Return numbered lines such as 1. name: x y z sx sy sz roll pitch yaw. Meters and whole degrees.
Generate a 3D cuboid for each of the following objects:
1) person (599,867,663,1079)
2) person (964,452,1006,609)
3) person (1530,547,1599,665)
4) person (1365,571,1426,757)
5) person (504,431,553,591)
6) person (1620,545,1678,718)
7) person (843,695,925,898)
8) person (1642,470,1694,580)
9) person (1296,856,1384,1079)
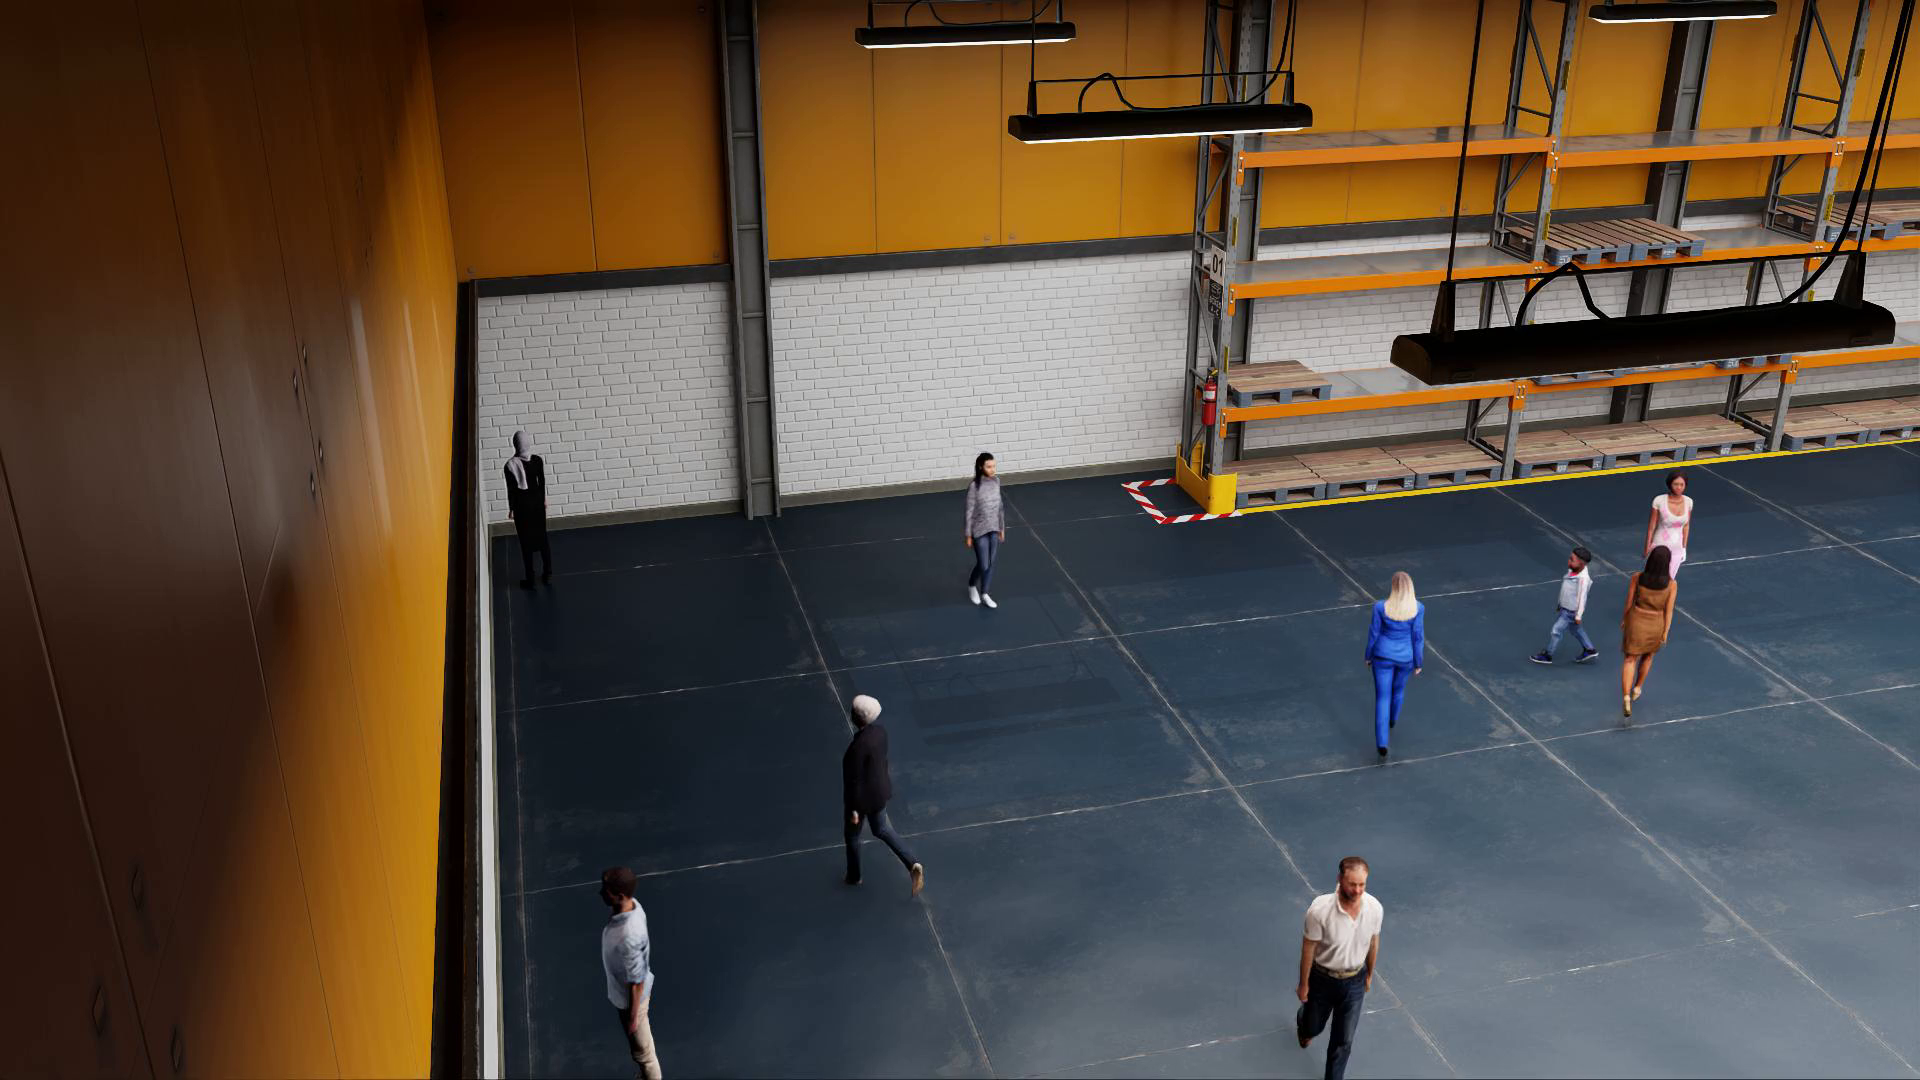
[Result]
1. person: -2.072 2.857 10.516 0.517 1.847 0.645 -6 24 -14
2. person: 0.204 -0.127 17.493 0.693 1.725 0.798 -18 29 -35
3. person: 6.064 0.657 16.301 0.939 1.243 0.687 2 24 5
4. person: 3.832 1.128 14.708 1.167 1.658 0.998 3 24 7
5. person: -4.628 -0.327 17.882 0.611 1.780 0.737 -19 30 -36
6. person: 6.289 0.865 15.312 1.028 1.655 1.032 10 26 22
7. person: -0.631 2.020 12.770 1.093 1.777 1.149 15 28 30
8. person: 7.185 0.102 16.950 0.535 1.741 0.697 0 24 0
9. person: 2.400 2.770 10.724 1.067 1.840 0.917 0 24 0
